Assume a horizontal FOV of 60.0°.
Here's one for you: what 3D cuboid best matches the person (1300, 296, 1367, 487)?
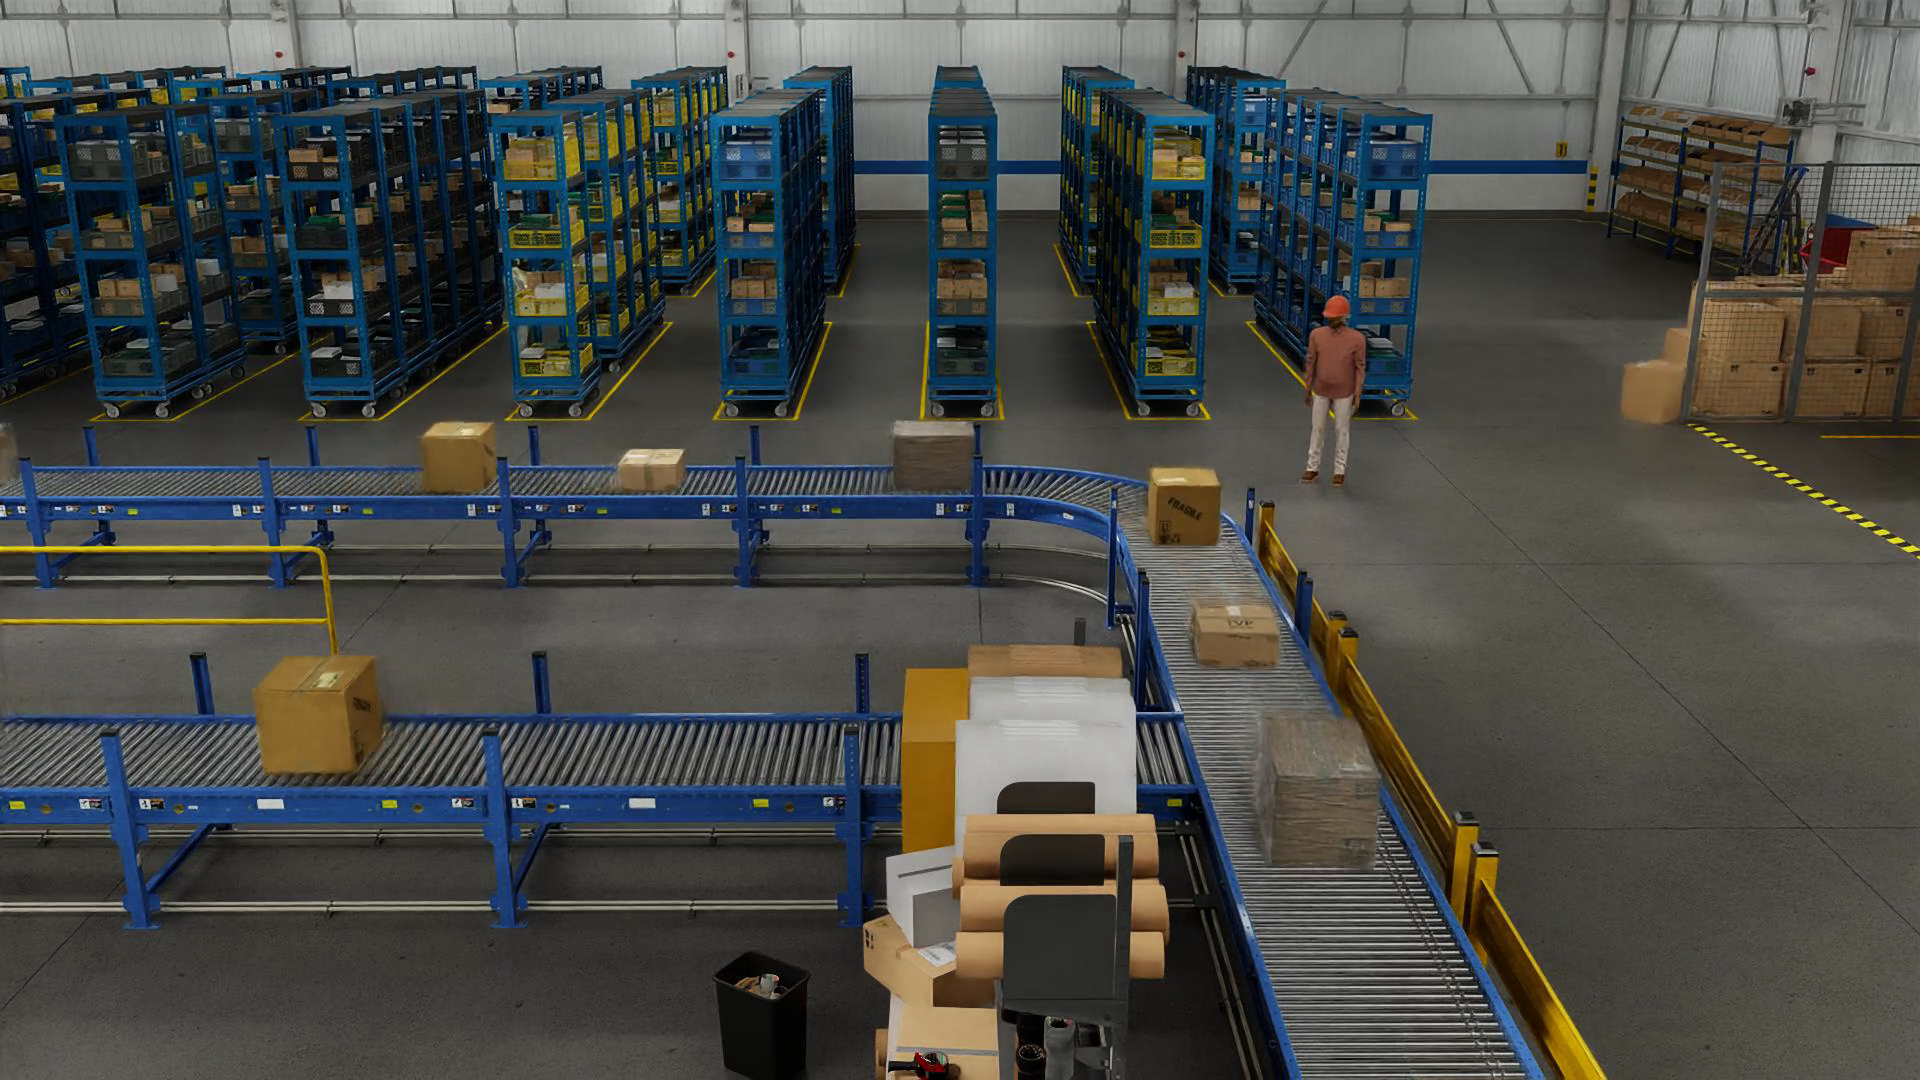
[{"bbox_3d":[3.845,-1.529,17.138,0.612,1.986,0.401,10,20,27],"label":"person"}]

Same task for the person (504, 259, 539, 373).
[{"bbox_3d":[-5.660,-2.955,21.777,0.404,1.829,0.600,9,20,26],"label":"person"}]
